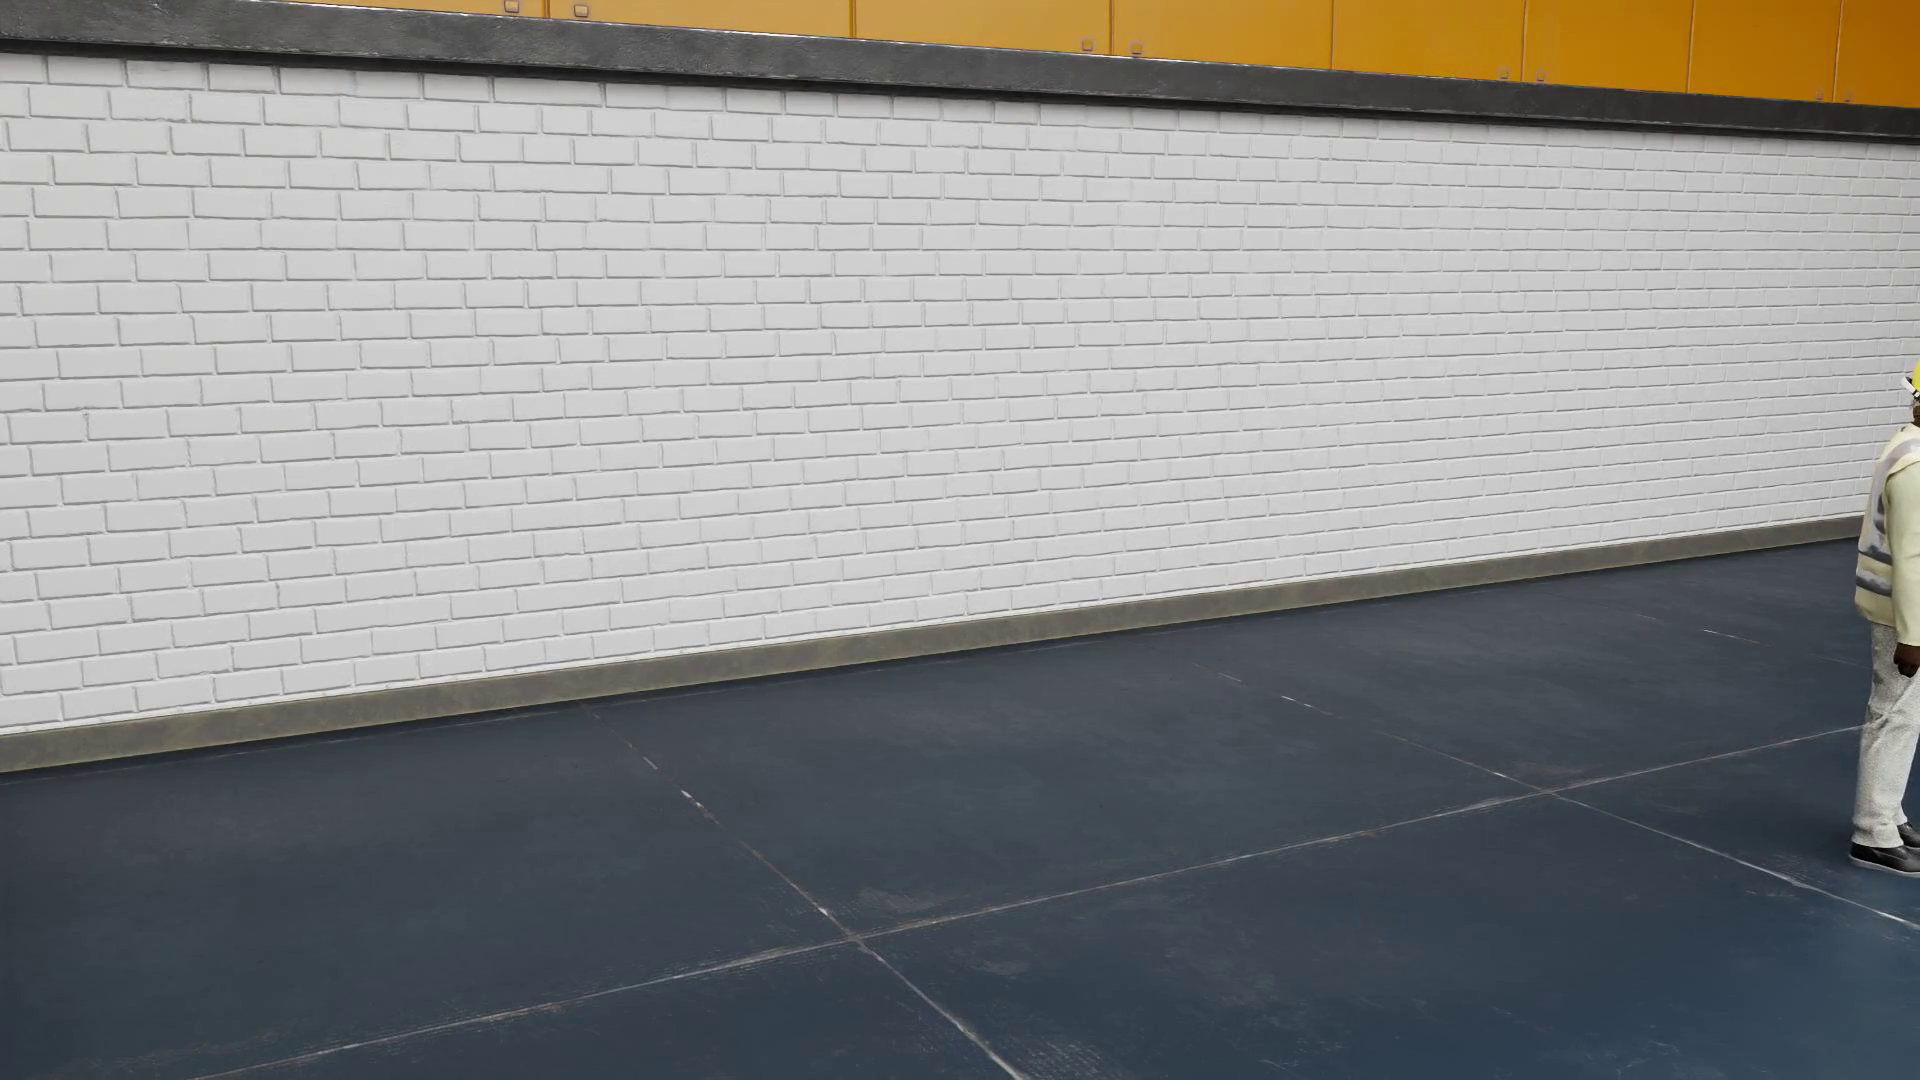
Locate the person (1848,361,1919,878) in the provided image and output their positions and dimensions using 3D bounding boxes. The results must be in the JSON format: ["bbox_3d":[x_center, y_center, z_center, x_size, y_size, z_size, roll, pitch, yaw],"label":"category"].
[{"bbox_3d":[3.291,0.239,5.703,0.403,1.825,0.591,6,11,30],"label":"person"}]
